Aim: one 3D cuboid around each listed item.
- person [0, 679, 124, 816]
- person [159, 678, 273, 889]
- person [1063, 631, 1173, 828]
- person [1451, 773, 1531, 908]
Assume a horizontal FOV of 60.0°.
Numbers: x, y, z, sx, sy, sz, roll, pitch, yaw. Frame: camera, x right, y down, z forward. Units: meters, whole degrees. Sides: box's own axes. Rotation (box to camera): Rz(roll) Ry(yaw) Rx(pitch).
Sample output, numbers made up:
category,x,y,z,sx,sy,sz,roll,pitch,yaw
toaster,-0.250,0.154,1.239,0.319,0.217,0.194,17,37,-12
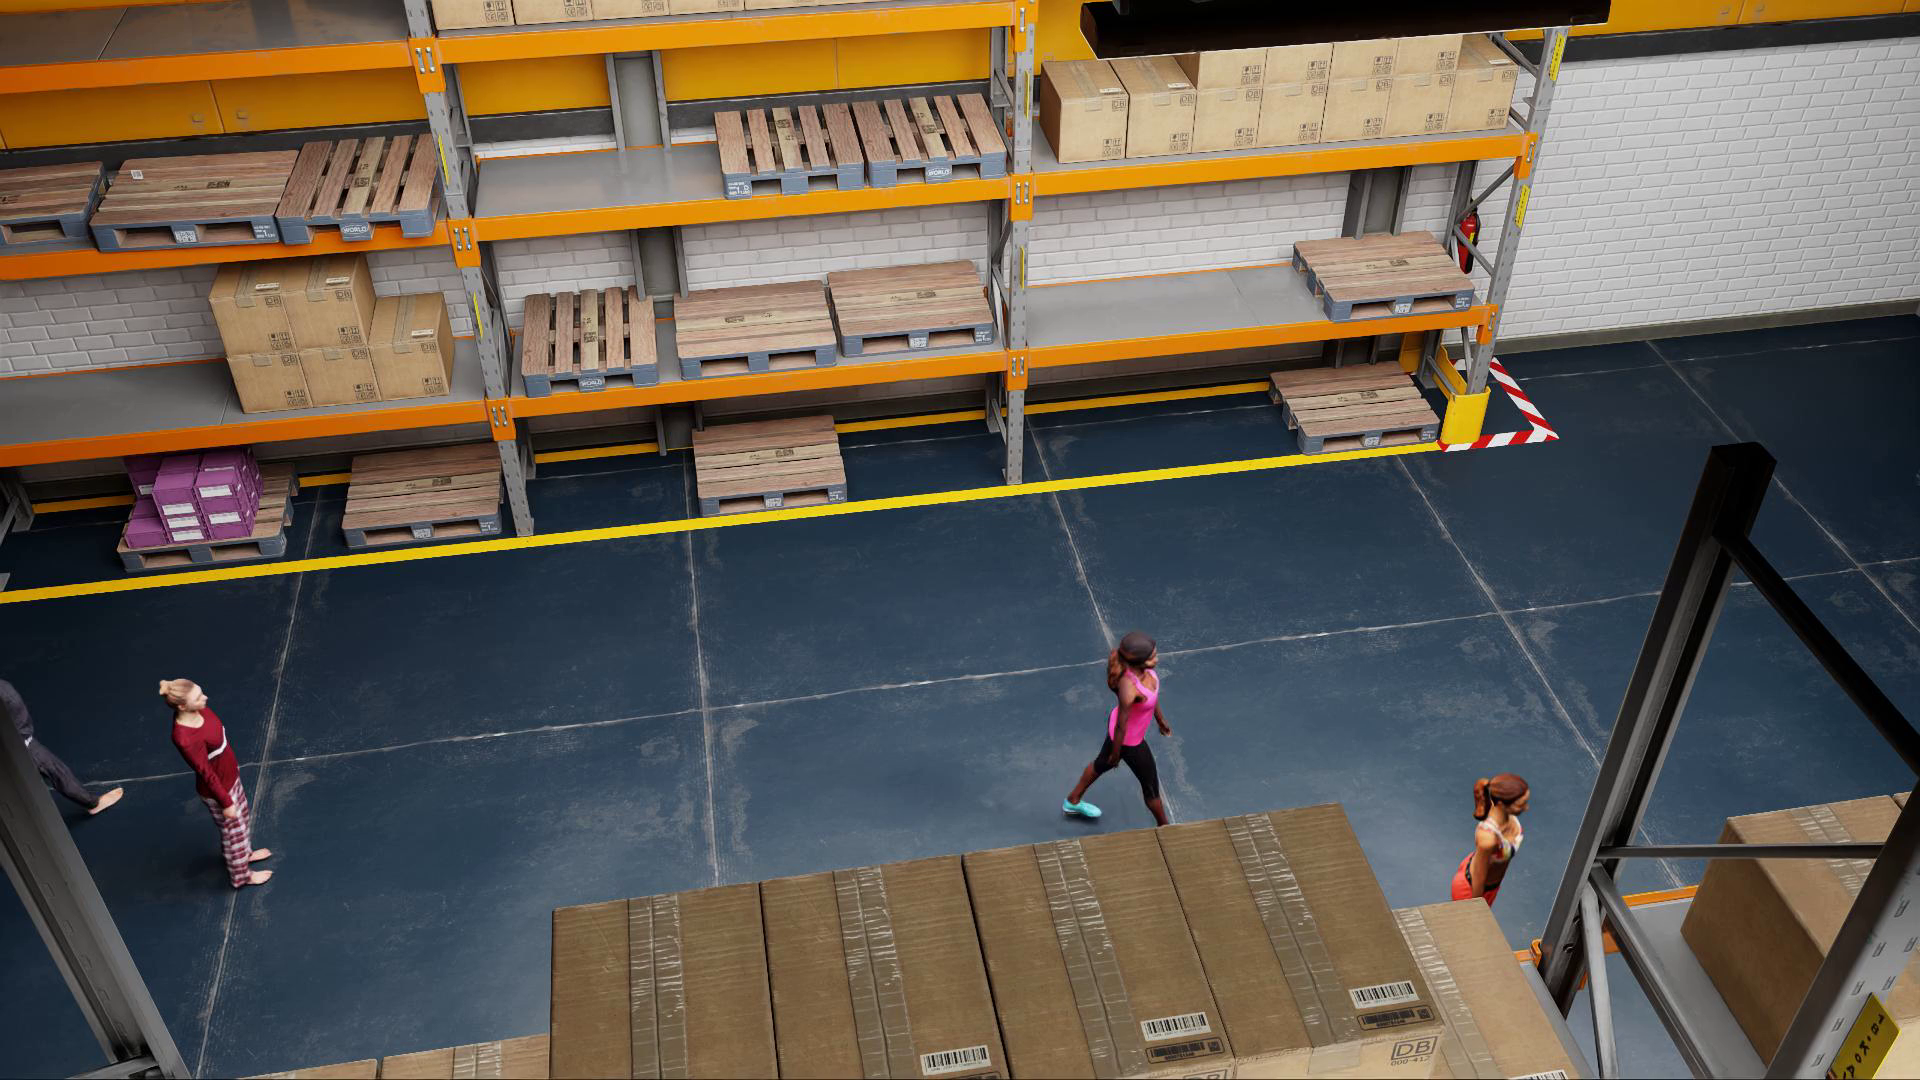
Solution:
category,x,y,z,sx,sy,sz,roll,pitch,yaw
person,-5.984,1.294,10.313,1.042,1.683,1.157,29,47,32
person,-4.514,1.454,10.102,0.538,1.697,0.638,-11,40,-14
person,0.966,1.208,10.427,1.174,1.675,0.844,8,39,9
person,2.928,1.947,9.410,0.718,1.789,0.668,20,43,23
